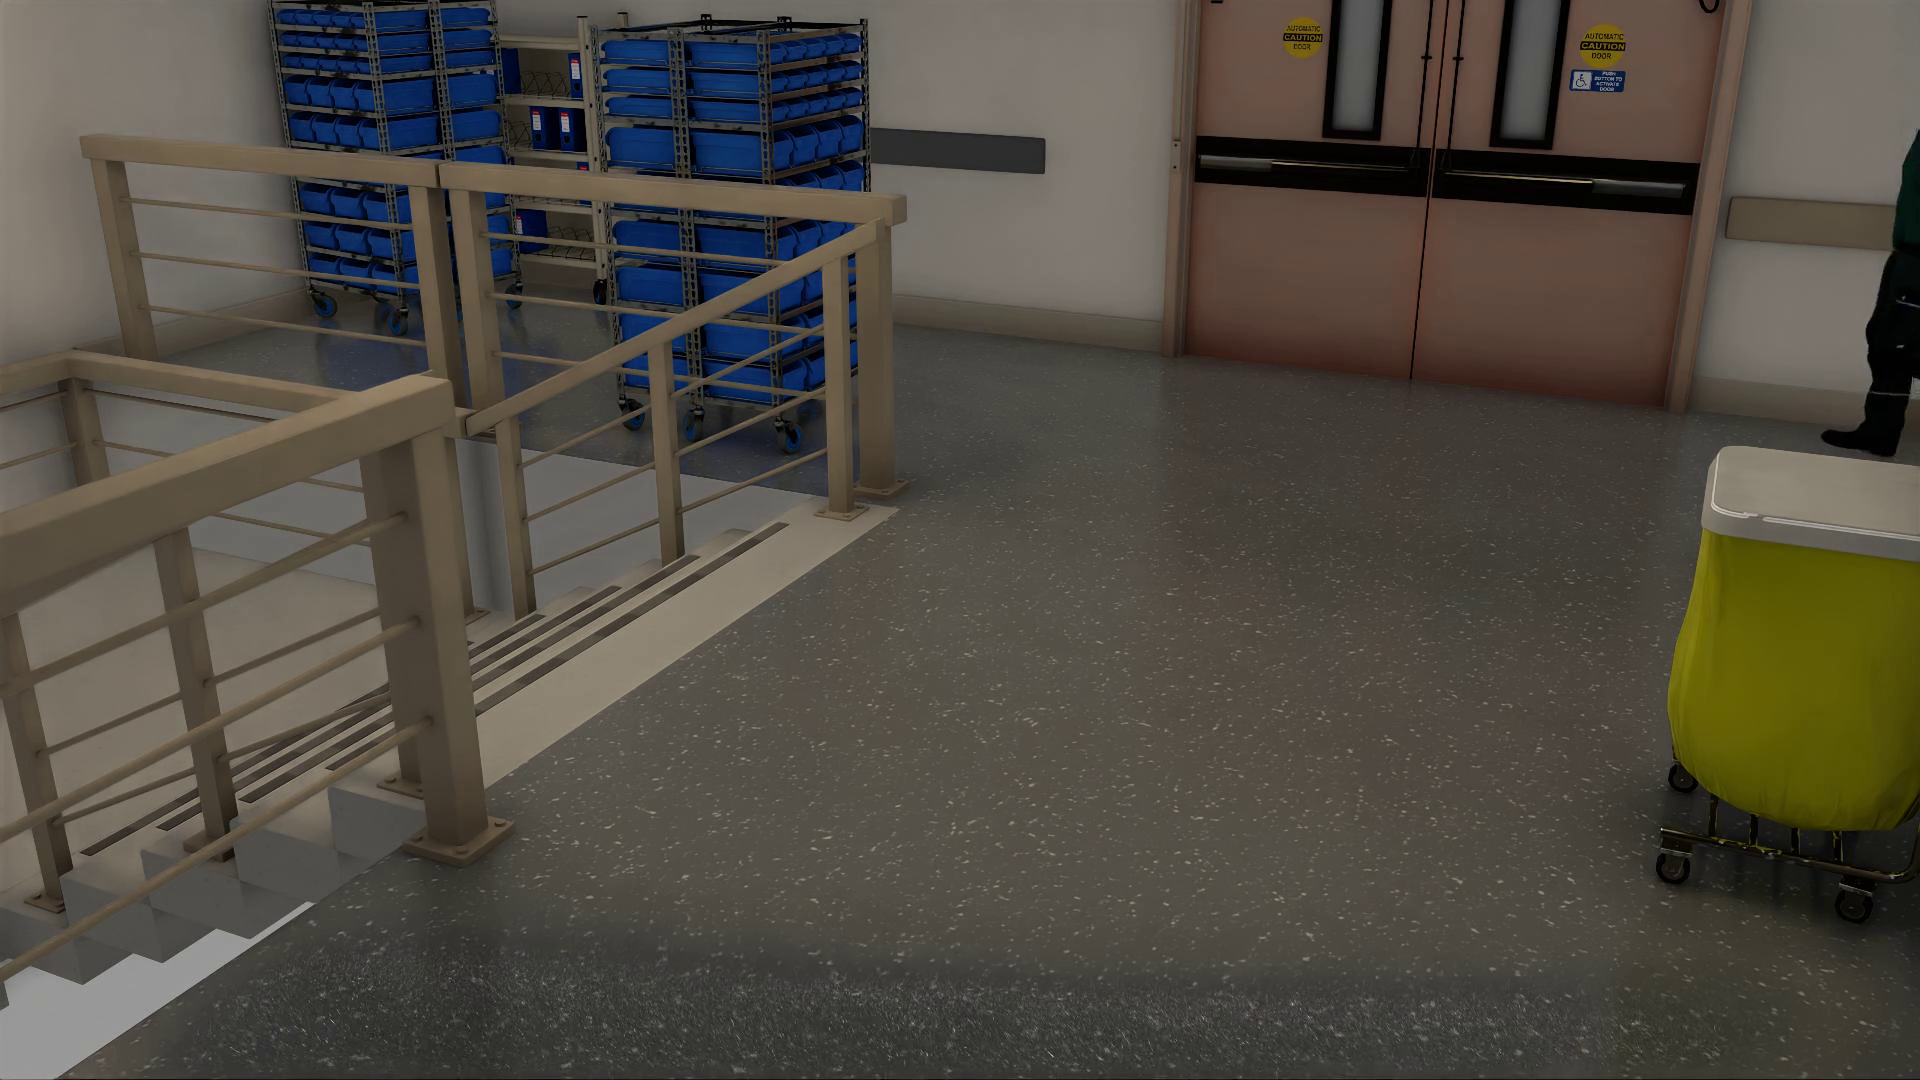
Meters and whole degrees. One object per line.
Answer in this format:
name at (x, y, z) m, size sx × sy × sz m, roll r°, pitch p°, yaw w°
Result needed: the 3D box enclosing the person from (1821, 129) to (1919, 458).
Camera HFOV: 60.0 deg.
person at (4.013, -1.192, 6.724) m, size 0.886 × 1.828 × 0.663 m, roll 8°, pitch 22°, yaw 20°
